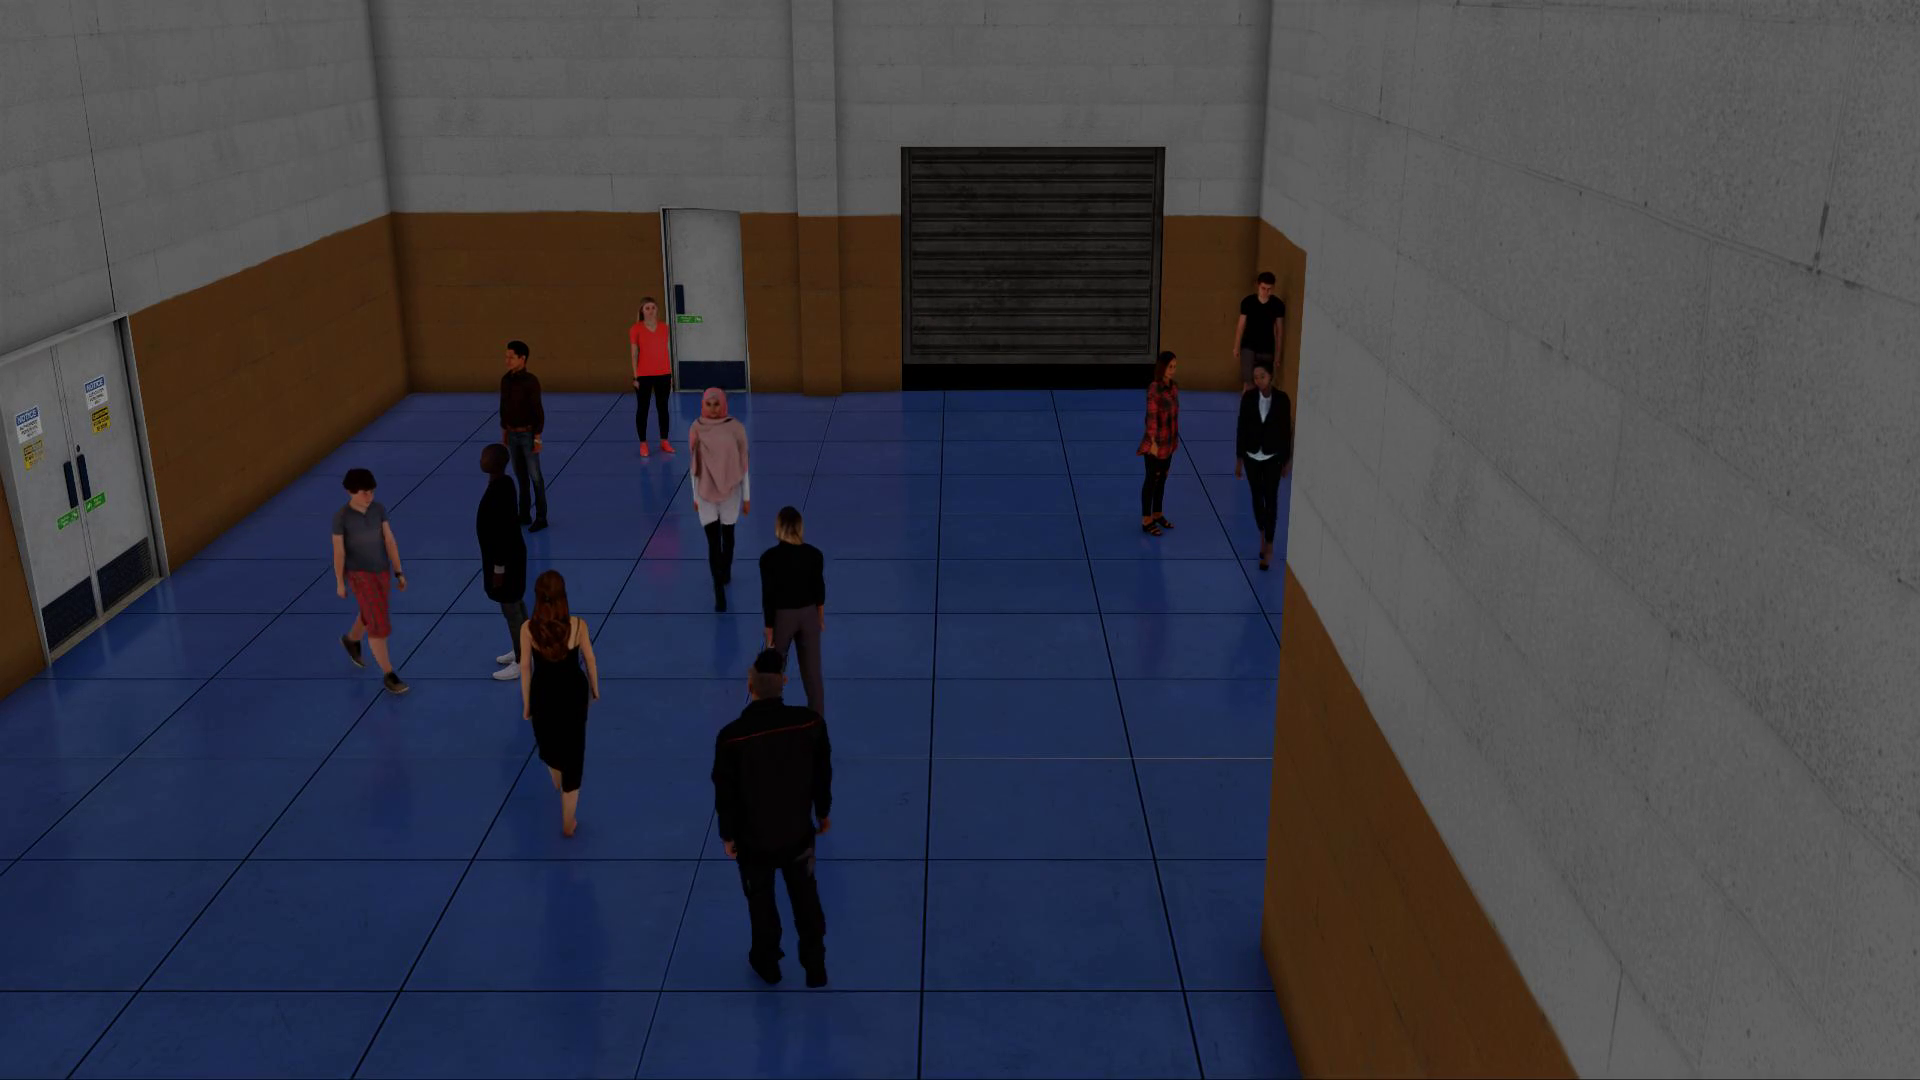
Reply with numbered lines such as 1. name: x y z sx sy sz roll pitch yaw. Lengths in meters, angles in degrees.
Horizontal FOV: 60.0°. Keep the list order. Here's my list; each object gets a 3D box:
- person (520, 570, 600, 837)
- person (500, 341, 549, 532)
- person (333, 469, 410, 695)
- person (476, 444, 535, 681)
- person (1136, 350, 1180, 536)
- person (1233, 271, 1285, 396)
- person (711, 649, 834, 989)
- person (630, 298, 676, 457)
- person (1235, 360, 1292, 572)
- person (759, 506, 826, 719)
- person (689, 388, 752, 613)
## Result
1. person: -2.371 0.997 9.837 0.991 1.593 0.771 -3 19 -10
2. person: -4.028 -0.970 15.375 0.656 1.782 0.778 12 22 31
3. person: -4.291 0.259 11.958 1.165 1.623 1.064 15 24 38
4. person: -3.288 0.142 12.109 0.577 1.761 0.658 -2 19 -5
5. person: 1.840 -0.907 15.314 0.729 1.701 0.703 12 22 32
6. person: 3.367 -2.127 18.764 1.032 1.808 0.927 3 19 9
7. person: -0.881 1.407 8.180 0.953 1.851 1.000 -7 20 -20
8. person: -3.308 -1.758 17.848 0.629 1.695 0.735 -11 21 -29
9. person: 2.644 -0.681 14.476 0.895 1.808 0.836 6 19 16
10. person: -1.053 0.638 10.860 1.069 1.619 0.905 -7 20 -19
11. person: -1.962 -0.365 13.612 1.146 1.762 0.808 -2 19 -7
